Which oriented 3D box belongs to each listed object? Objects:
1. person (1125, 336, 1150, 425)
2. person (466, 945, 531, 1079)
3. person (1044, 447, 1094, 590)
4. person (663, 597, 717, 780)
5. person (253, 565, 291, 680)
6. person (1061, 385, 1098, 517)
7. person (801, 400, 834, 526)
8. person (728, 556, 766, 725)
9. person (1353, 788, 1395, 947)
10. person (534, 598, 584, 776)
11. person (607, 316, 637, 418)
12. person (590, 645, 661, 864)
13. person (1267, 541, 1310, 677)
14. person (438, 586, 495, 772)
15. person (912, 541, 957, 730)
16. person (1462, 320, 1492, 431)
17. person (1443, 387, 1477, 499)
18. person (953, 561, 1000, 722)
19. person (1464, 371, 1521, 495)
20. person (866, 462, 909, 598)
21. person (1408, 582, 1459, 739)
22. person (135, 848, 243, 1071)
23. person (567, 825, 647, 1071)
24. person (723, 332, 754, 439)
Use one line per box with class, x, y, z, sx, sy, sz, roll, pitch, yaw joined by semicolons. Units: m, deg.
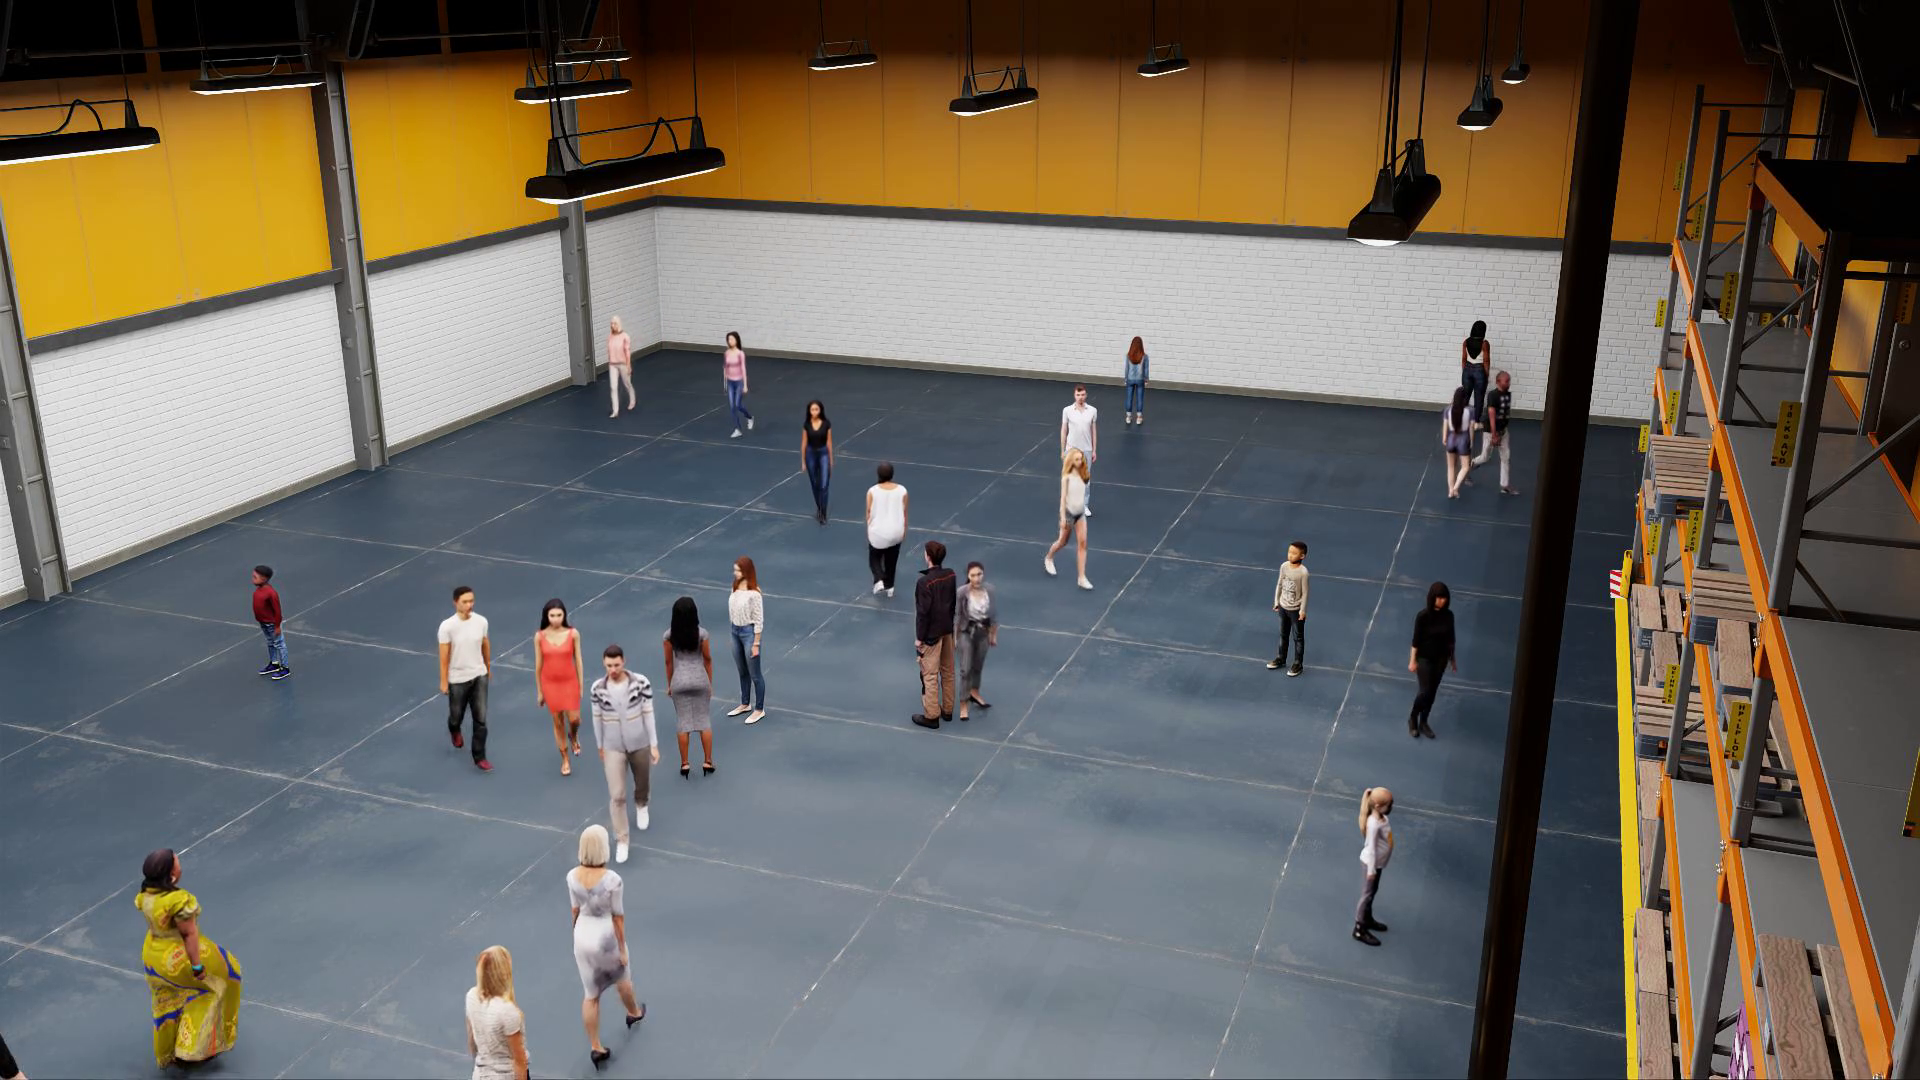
person;2.945;-2.688;27.915;0.581;1.475;0.540;3;19;10
person;-2.767;3.245;9.775;0.662;1.809;1.063;9;20;24
person;1.316;-0.297;20.429;1.129;1.723;1.065;-12;22;-32
person;-2.497;1.366;15.400;0.657;1.781;0.652;-1;19;-4
person;-7.357;0.853;17.748;0.564;1.253;0.569;15;24;37
person;1.642;-1.247;23.050;0.725;1.851;0.691;-1;19;-3
person;-1.957;-1.099;22.843;0.869;1.703;1.125;-1;19;-4
person;-2.131;0.973;16.652;0.645;1.726;0.636;18;25;42
person;3.190;2.490;12.853;0.557;1.276;0.438;8;20;23
person;-3.752;1.341;15.587;0.774;1.708;0.863;-4;19;-12
person;-5.780;-2.983;28.464;0.709;1.686;1.150;4;19;12
person;-2.844;1.717;14.251;1.088;1.848;1.275;-4;19;-11
person;3.571;0.712;17.837;0.642;1.464;0.632;-16;24;-39
person;-4.678;1.275;15.668;1.093;1.781;1.073;-13;23;-35
person;-0.243;0.925;16.483;0.836;1.925;0.689;16;25;40
person;8.533;-2.744;27.558;0.732;1.809;0.739;17;25;42
person;7.087;-1.352;23.693;0.666;1.638;0.770;11;21;29
person;0.135;0.971;16.761;0.842;1.661;0.902;-10;21;-28
person;7.702;-1.574;24.127;1.163;1.781;1.105;-14;23;-36
person;-0.891;-0.100;19.908;0.796;1.681;0.826;-4;19;-11
person;4.577;1.142;16.301;0.685;1.629;0.729;-6;20;-18
person;-5.306;2.867;11.155;0.758;1.644;0.844;10;21;26
person;-2.468;2.792;11.259;0.678;1.722;0.951;4;19;11
person;-3.600;-2.557;27.119;0.665;1.735;0.794;11;22;30
